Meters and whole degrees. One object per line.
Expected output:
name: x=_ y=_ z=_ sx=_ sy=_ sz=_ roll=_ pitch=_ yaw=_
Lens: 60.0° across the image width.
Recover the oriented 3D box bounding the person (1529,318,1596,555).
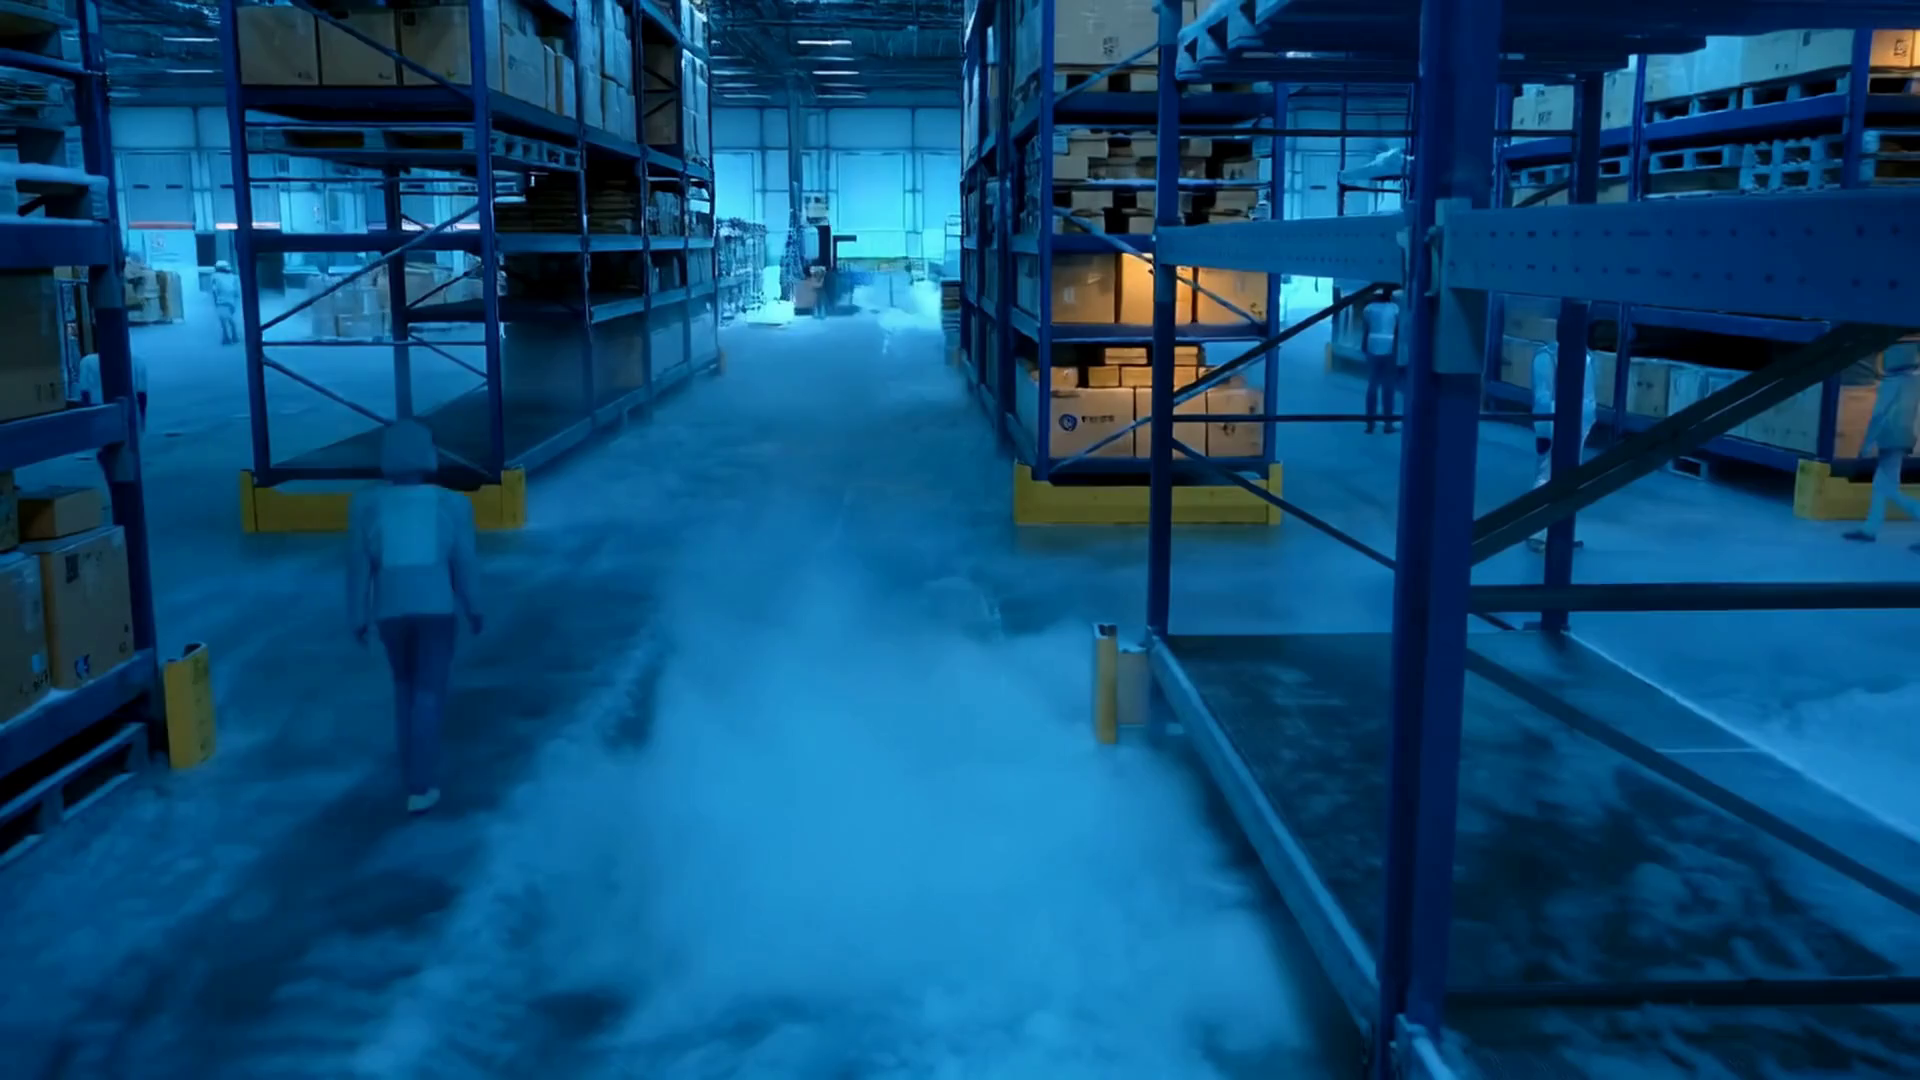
person: x=4.554 y=-0.810 z=12.549 sx=0.623 sy=1.837 sz=0.430 roll=-8 pitch=13 yaw=-38

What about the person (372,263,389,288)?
person: x=-16.837 y=-7.254 z=48.474 sx=0.910 sy=1.831 sz=0.529 roll=8 pitch=13 yaw=39

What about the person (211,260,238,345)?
person: x=-16.757 y=-5.403 z=37.874 sx=0.400 sy=1.926 sz=0.566 roll=9 pitch=14 yaw=41

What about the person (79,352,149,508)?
person: x=-7.318 y=-1.074 z=14.439 sx=0.553 sy=1.682 sz=0.397 roll=-6 pitch=12 yaw=-32

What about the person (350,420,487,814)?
person: x=-2.250 y=0.298 z=6.989 sx=0.518 sy=1.602 sz=0.688 roll=-1 pitch=10 yaw=-3

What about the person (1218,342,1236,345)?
person: x=6.104 y=-5.368 z=37.862 sx=0.521 sy=1.865 sz=0.328 roll=-7 pitch=12 yaw=-32

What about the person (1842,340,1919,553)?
person: x=7.189 y=-0.720 z=12.684 sx=0.510 sy=1.606 sz=0.752 roll=-7 pitch=12 yaw=-33

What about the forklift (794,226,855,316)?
forklift: x=-4.245 y=-8.430 z=52.081 sx=1.873 sy=2.768 sz=1.129 roll=0 pitch=10 yaw=-2

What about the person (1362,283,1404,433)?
person: x=5.202 y=-2.264 z=20.433 sx=0.398 sy=1.913 sz=0.589 roll=-8 pitch=13 yaw=-38

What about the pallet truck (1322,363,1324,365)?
pallet truck: x=7.712 y=-4.157 z=30.737 sx=1.885 sy=1.965 sz=0.823 roll=3 pitch=11 yaw=16

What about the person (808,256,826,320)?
person: x=-4.265 y=-7.522 z=49.707 sx=0.597 sy=1.916 sz=0.371 roll=-6 pitch=12 yaw=-30
